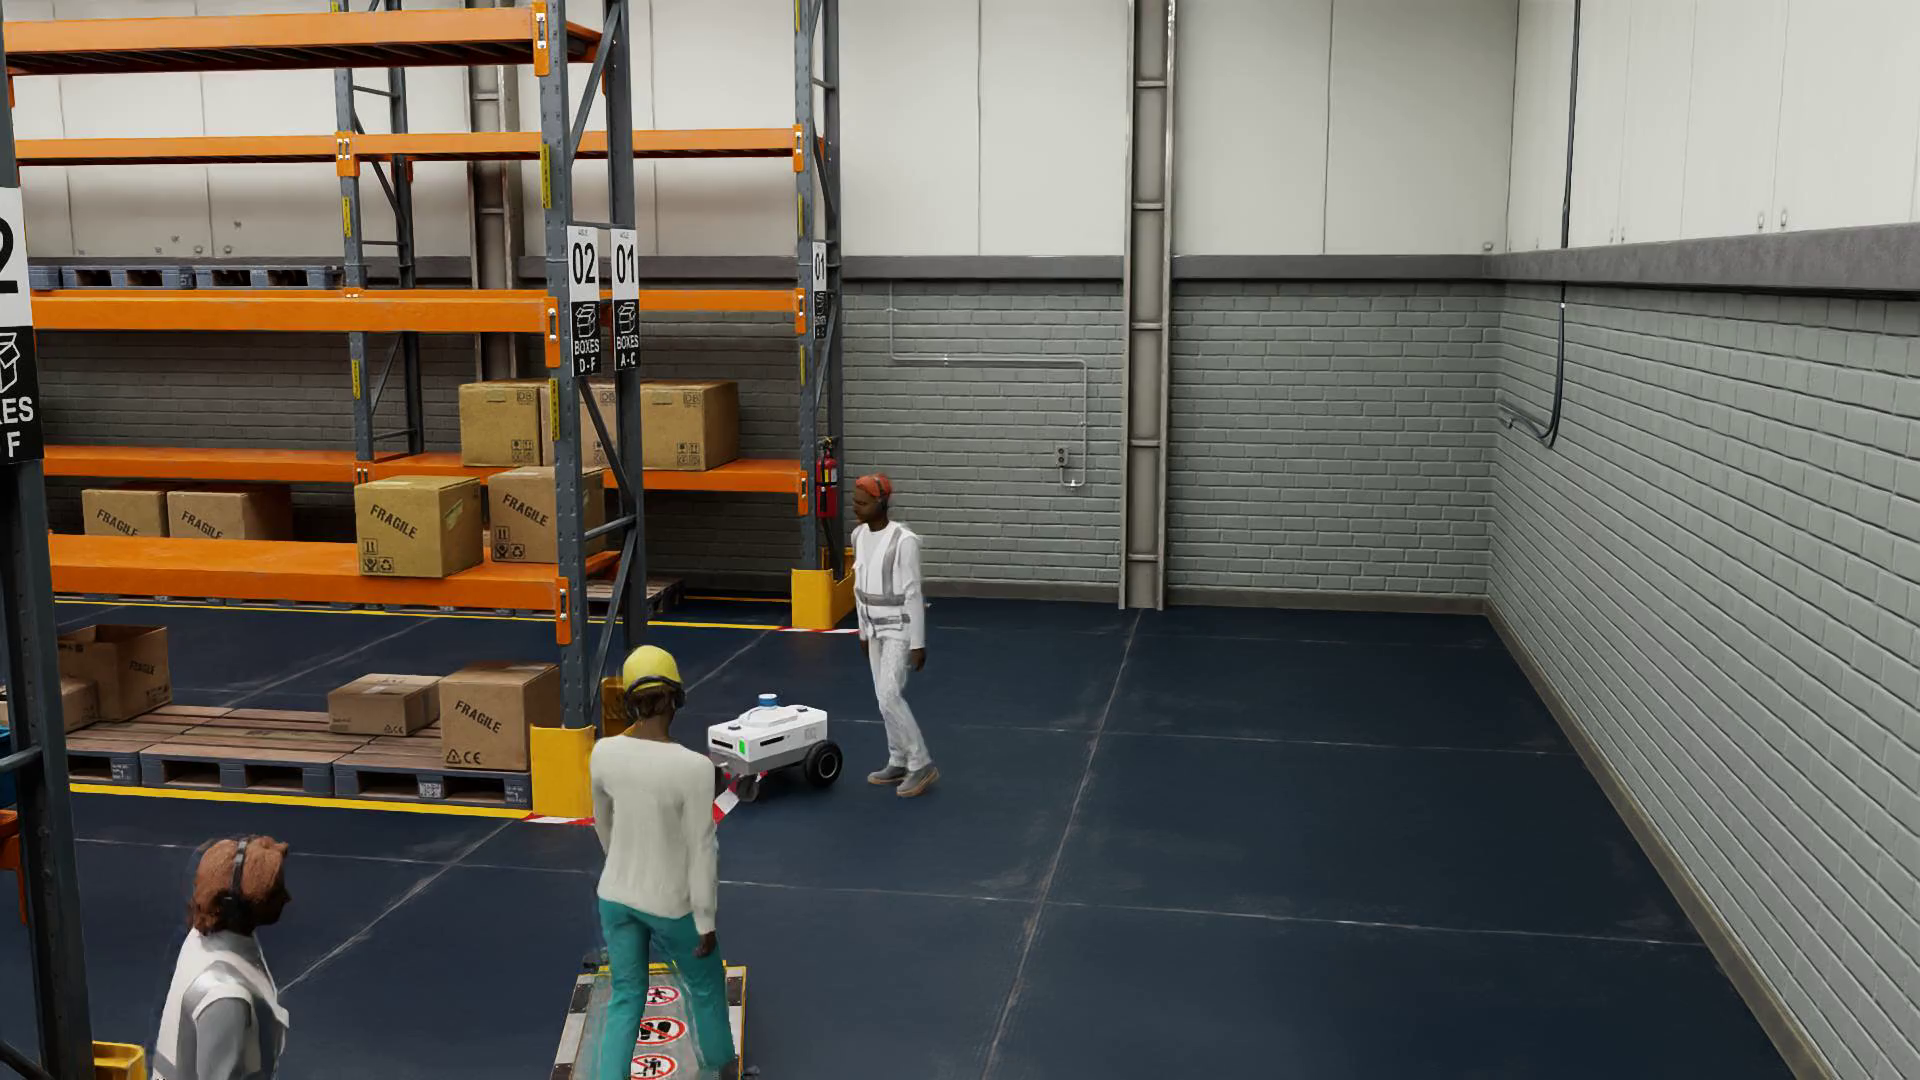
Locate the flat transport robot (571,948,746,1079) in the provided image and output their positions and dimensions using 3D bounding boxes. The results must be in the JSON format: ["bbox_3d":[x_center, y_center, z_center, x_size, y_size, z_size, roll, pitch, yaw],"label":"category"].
[{"bbox_3d":[-1.131,1.870,6.159,0.652,0.197,1.431,-1,9,-6],"label":"flat transport robot"}]

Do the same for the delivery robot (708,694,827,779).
[{"bbox_3d":[-1.104,1.131,9.574,0.477,0.478,0.707,8,12,41],"label":"delivery robot"}]

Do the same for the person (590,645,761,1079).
[{"bbox_3d":[-1.006,1.211,5.729,0.552,1.719,0.723,5,10,26],"label":"person"}]

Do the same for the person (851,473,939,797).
[{"bbox_3d":[-0.402,0.538,9.547,0.445,1.860,0.600,-7,11,-37],"label":"person"}]

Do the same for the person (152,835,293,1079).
[{"bbox_3d":[-1.962,1.528,4.190,0.782,1.601,0.541,-5,10,-27],"label":"person"}]
